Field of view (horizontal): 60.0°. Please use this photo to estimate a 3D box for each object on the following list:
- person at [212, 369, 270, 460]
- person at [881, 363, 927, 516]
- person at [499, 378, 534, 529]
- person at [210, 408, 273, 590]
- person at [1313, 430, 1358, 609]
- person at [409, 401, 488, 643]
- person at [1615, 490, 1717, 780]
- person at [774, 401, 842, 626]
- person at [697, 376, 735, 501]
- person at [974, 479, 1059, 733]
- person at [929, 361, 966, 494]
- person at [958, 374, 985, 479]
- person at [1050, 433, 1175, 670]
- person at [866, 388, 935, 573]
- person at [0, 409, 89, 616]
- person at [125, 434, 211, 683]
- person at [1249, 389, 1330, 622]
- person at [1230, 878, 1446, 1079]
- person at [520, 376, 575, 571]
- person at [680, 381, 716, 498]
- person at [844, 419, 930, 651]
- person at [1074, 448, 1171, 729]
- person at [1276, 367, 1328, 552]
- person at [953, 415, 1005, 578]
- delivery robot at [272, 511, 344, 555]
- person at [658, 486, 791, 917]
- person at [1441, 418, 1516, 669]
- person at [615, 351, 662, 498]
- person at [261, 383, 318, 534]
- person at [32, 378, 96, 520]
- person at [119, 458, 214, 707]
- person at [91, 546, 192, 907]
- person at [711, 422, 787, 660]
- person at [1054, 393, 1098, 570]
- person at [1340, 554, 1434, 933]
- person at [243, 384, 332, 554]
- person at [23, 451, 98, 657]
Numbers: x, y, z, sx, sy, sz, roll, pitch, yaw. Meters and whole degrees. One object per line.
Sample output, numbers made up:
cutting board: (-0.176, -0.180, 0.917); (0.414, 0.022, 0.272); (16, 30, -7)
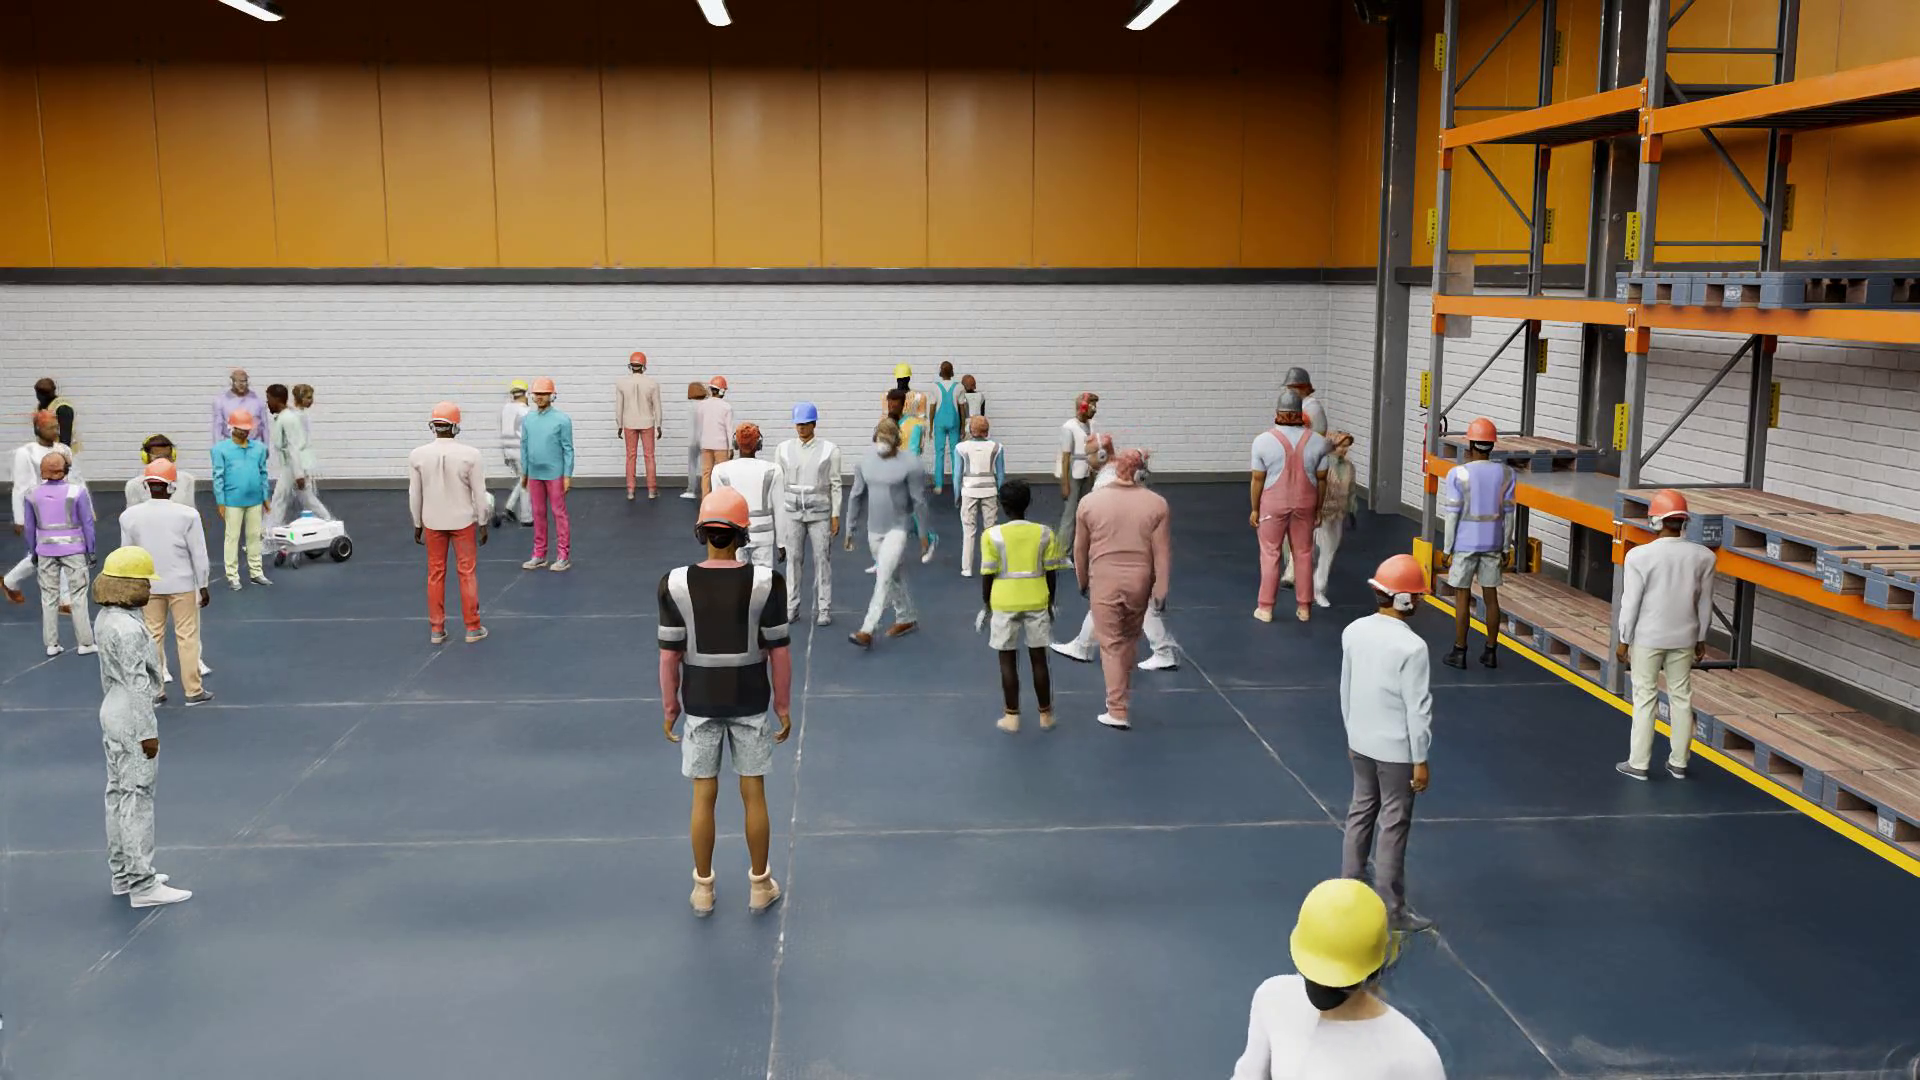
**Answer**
person: (-8.900, -1.185, 20.615); (0.644, 1.882, 0.775); (-4, 10, -25)
person: (-0.711, -1.264, 20.951); (0.587, 1.928, 0.362); (2, 9, 14)
person: (-5.224, -1.025, 19.847); (0.651, 1.804, 0.414); (8, 12, 41)
person: (-6.929, -0.401, 16.085); (0.330, 1.748, 0.560); (7, 11, 36)
person: (3.398, -0.187, 15.121); (0.533, 1.614, 0.548); (-5, 10, -29)
person: (-4.199, -0.143, 13.715); (0.625, 1.991, 0.397); (-1, 9, -5)
person: (4.216, 0.568, 9.993); (0.572, 1.748, 0.335); (-1, 9, -4)
person: (-1.323, -0.228, 14.379); (0.614, 1.947, 0.388); (1, 9, 8)
person: (-3.100, -1.227, 21.308); (0.557, 1.743, 0.360); (5, 10, 28)
person: (0.422, 0.441, 11.042); (0.627, 1.682, 0.324); (-2, 9, -15)
person: (-0.178, -1.557, 23.051); (0.513, 1.843, 0.334); (-1, 9, -4)
person: (0.143, -1.508, 23.391); (0.515, 1.636, 0.315); (-7, 11, -38)
person: (1.184, 0.097, 12.738); (1.053, 1.824, 0.651); (3, 9, 17)
person: (-0.567, -0.613, 16.989); (0.616, 1.890, 0.740); (8, 12, 41)
person: (-8.163, -0.236, 14.722); (0.748, 1.859, 0.585); (3, 10, 18)
person: (-5.911, 0.132, 12.421); (0.376, 1.859, 0.564); (8, 12, 41)
person: (2.849, -0.305, 14.575); (0.688, 2.000, 0.539); (-1, 9, -4)
person: (0.785, 1.575, 3.784); (0.910, 1.704, 0.566); (-5, 10, -29)
person: (-4.247, -0.681, 17.068); (0.622, 1.996, 0.370); (4, 10, 22)
person: (-3.452, -1.345, 22.473); (0.730, 1.607, 0.504); (6, 11, 32)
person: (-0.622, -0.056, 13.530); (0.660, 1.863, 1.065); (6, 11, 33)
person: (1.083, 0.310, 11.250); (0.620, 1.869, 0.702); (-1, 9, -4)
person: (3.658, -0.877, 18.162); (0.536, 2.000, 0.688); (-3, 10, -20)
person: (0.193, -0.431, 16.629); (0.522, 1.637, 0.306); (-1, 9, -4)
delivery robot: (-6.819, -0.062, 17.404); (0.477, 0.478, 0.707); (5, 10, 29)
person: (-1.103, 0.763, 7.861); (0.614, 2.042, 0.373); (-1, 9, -4)
person: (3.969, 0.030, 12.792); (0.551, 1.936, 0.357); (-1, 9, -4)
person: (-4.348, -1.555, 22.565); (0.622, 1.993, 0.382); (-1, 9, -4)
person: (-7.641, -0.892, 19.074); (0.871, 1.814, 0.570); (-4, 10, -21)
person: (-10.899, -1.054, 20.037); (0.650, 1.791, 0.901); (5, 10, 27)
person: (-5.556, 0.299, 11.681); (0.572, 1.748, 0.335); (-1, 9, -4)
person: (-3.969, 0.890, 8.025); (0.305, 1.736, 0.484); (-8, 12, -41)
person: (-1.649, 0.017, 13.043); (0.584, 1.882, 0.345); (-1, 9, -4)
person: (1.198, -0.610, 17.182); (0.431, 1.825, 0.655); (5, 10, 26)
person: (2.002, 0.930, 7.718); (0.342, 1.748, 0.572); (-4, 10, -23)
person: (-7.247, -0.772, 18.076); (1.032, 1.871, 0.589); (-3, 9, -17)
person: (-7.120, 0.116, 13.194); (0.522, 1.637, 0.306); (-1, 9, -4)
